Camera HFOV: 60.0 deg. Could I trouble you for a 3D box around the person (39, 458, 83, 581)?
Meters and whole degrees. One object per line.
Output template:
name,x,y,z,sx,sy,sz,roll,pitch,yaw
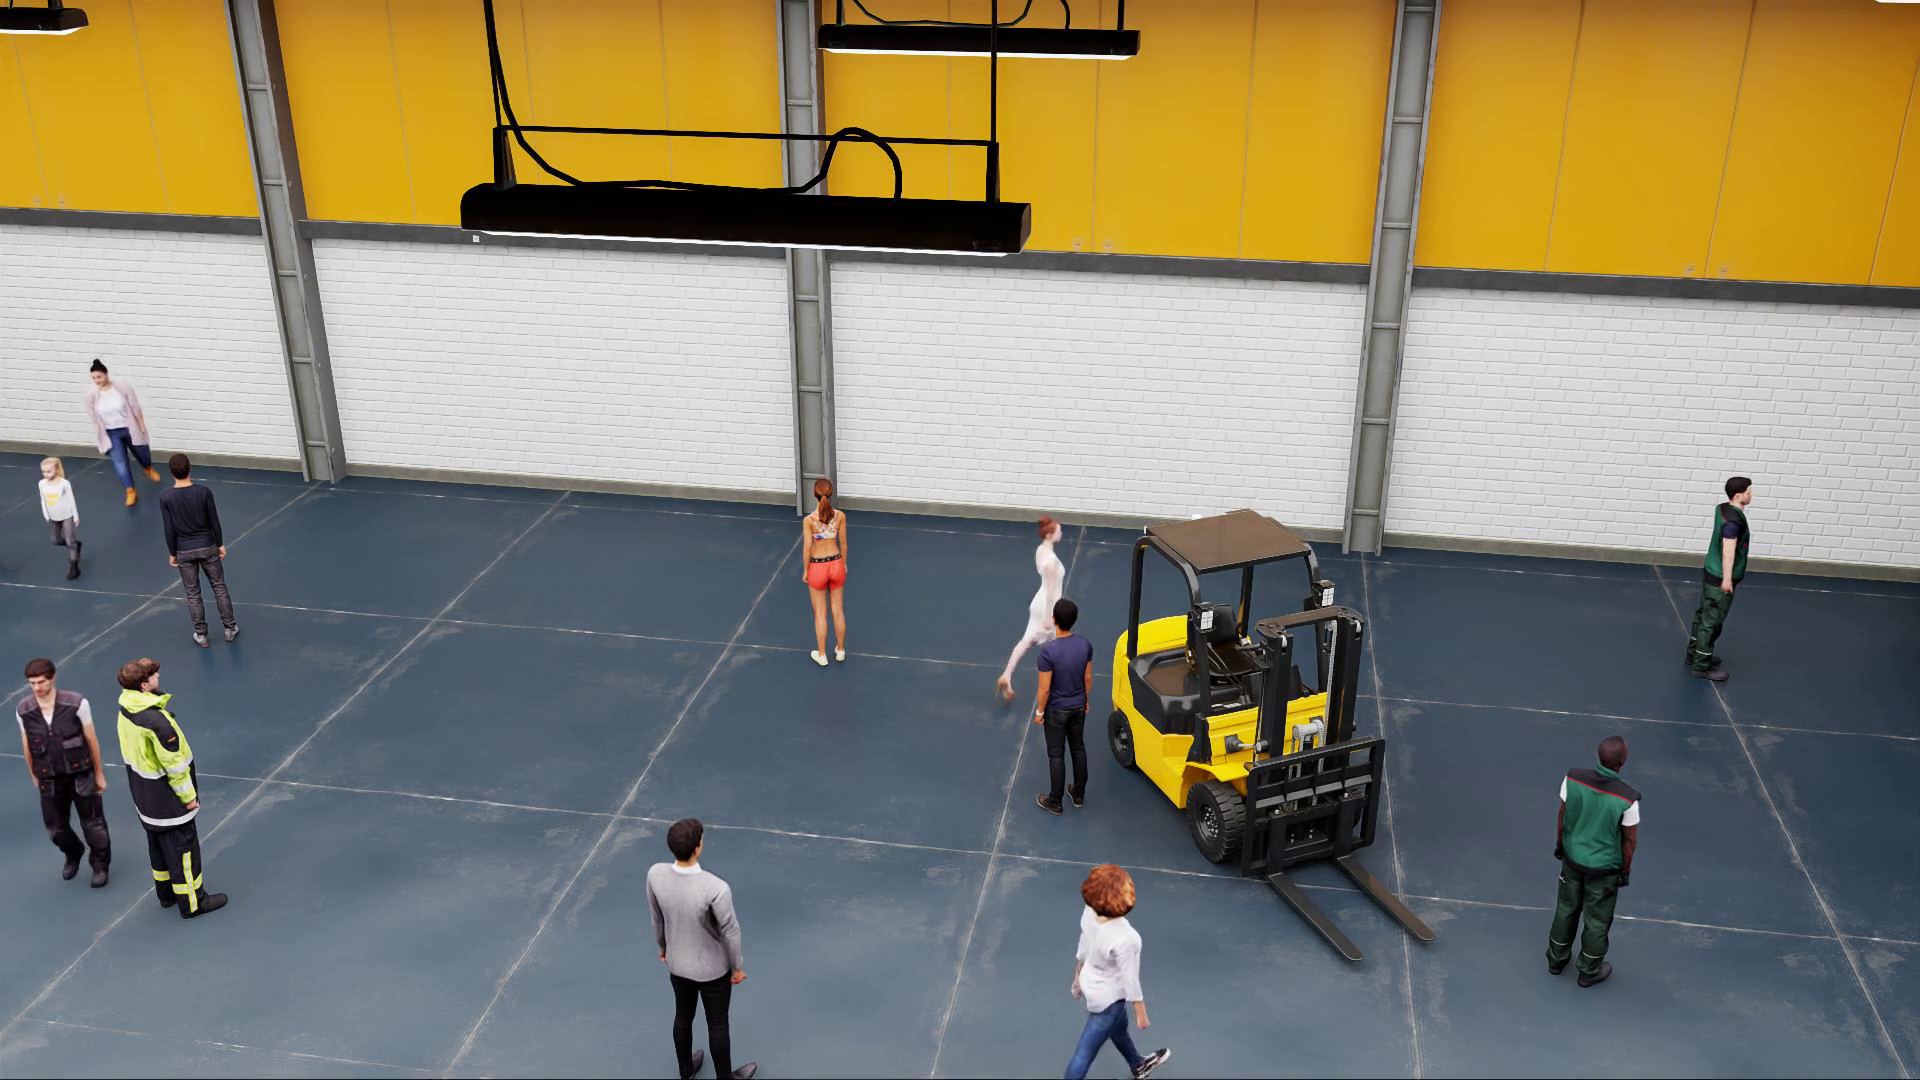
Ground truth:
person,-9.172,-0.256,17.034,0.719,1.267,0.637,-1,24,-2

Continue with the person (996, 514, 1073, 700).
person,0.655,0.636,14.391,1.168,1.749,0.876,-5,24,-11

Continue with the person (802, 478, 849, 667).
person,-1.222,0.287,15.139,0.648,1.790,0.742,-9,25,-21

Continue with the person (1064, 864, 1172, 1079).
person,0.758,2.689,9.792,1.196,1.672,1.002,-8,25,-19

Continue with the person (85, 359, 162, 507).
person,-9.476,-1.278,18.823,1.103,1.706,1.090,-12,26,-25

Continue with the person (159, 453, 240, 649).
person,-7.108,0.094,15.483,0.697,1.868,0.775,-14,27,-28

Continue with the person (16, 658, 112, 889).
person,-6.414,1.631,12.004,0.749,1.839,0.839,-8,25,-17

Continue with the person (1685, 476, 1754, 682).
person,6.834,0.312,14.944,0.590,1.900,0.689,6,24,14

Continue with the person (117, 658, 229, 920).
person,-5.577,1.717,11.628,0.780,1.983,0.926,17,29,34

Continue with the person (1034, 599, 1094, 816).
person,0.813,1.287,12.847,0.684,1.793,0.780,-12,26,-25

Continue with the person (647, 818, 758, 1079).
person,-1.571,2.494,9.924,0.642,1.923,0.843,9,25,20

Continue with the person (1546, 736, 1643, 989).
person,4.159,2.099,10.932,0.748,1.840,0.846,21,31,40
